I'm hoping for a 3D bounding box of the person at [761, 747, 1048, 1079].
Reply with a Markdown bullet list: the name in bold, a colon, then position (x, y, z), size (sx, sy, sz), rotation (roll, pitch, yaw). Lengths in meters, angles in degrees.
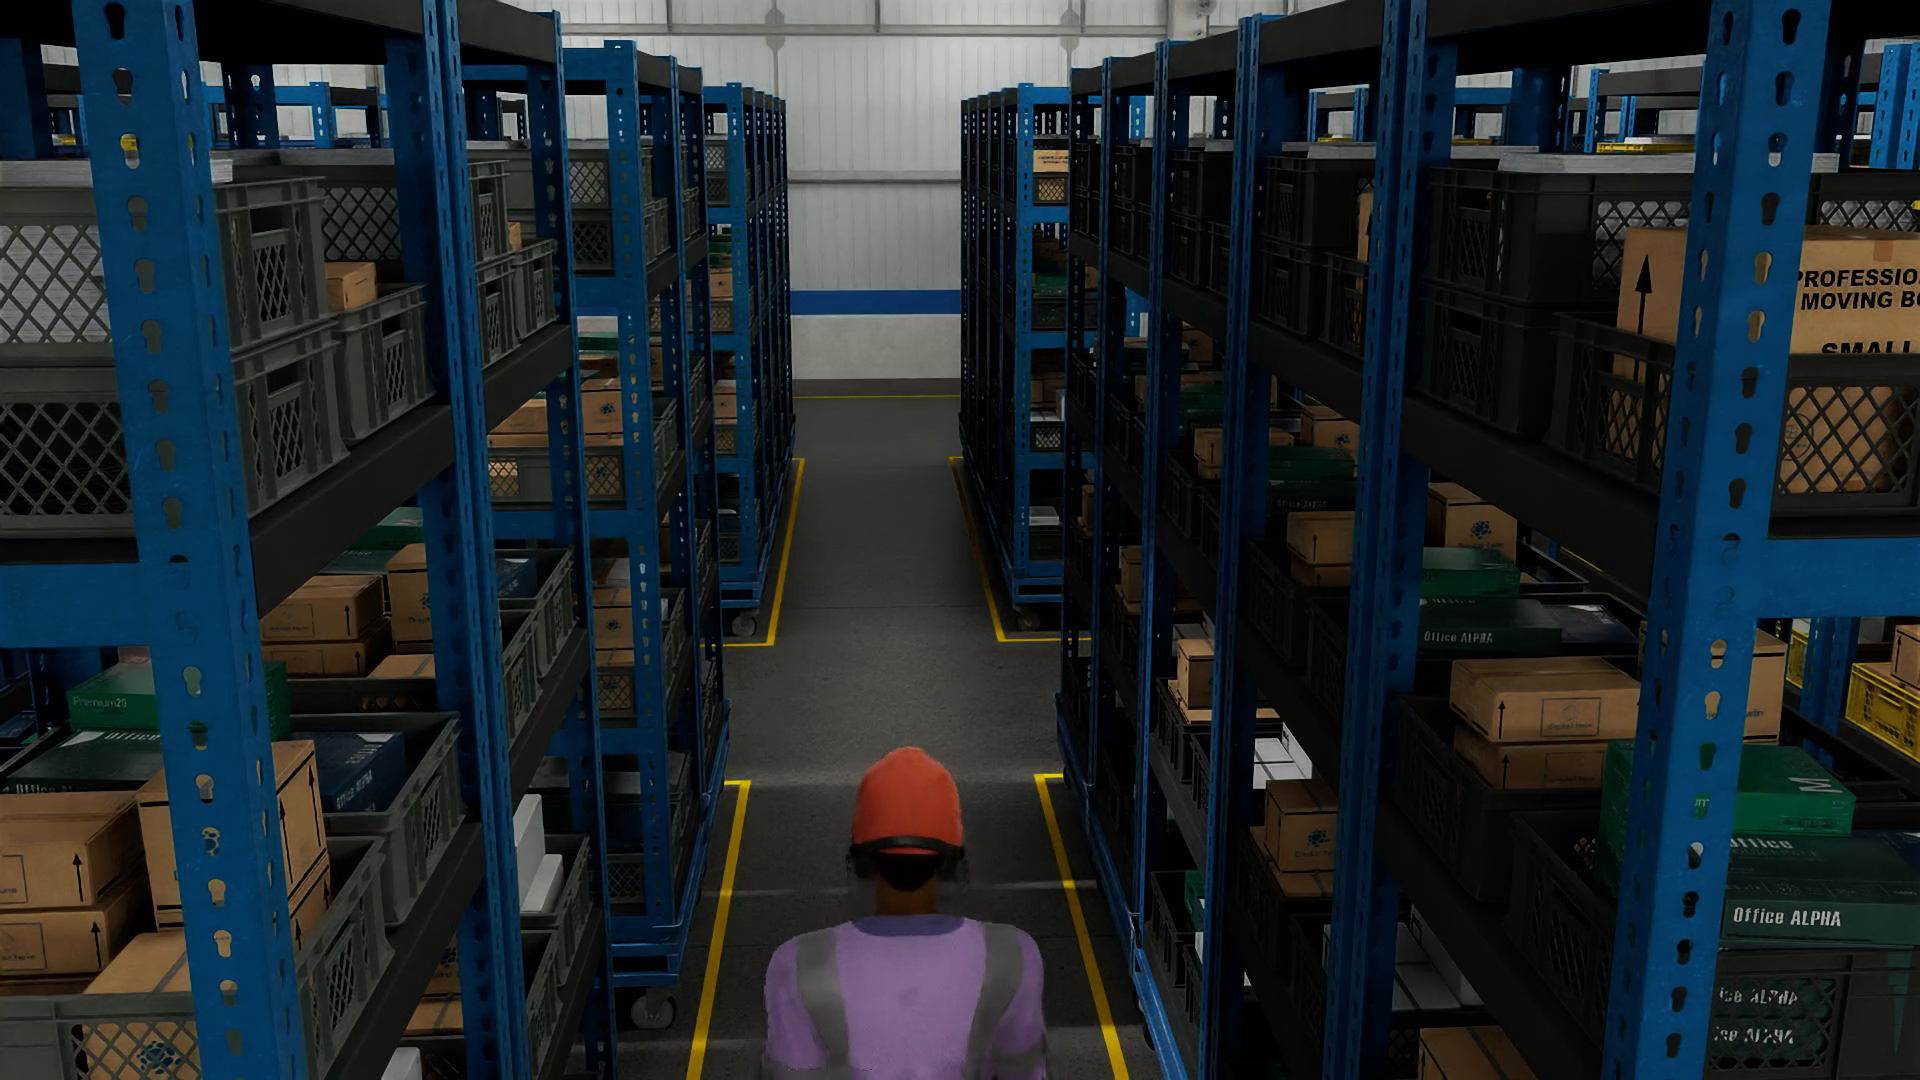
- **person**: position (-0.124, 1.434, 3.762), size (0.649, 2.022, 0.619), rotation (-2, 14, -7)
